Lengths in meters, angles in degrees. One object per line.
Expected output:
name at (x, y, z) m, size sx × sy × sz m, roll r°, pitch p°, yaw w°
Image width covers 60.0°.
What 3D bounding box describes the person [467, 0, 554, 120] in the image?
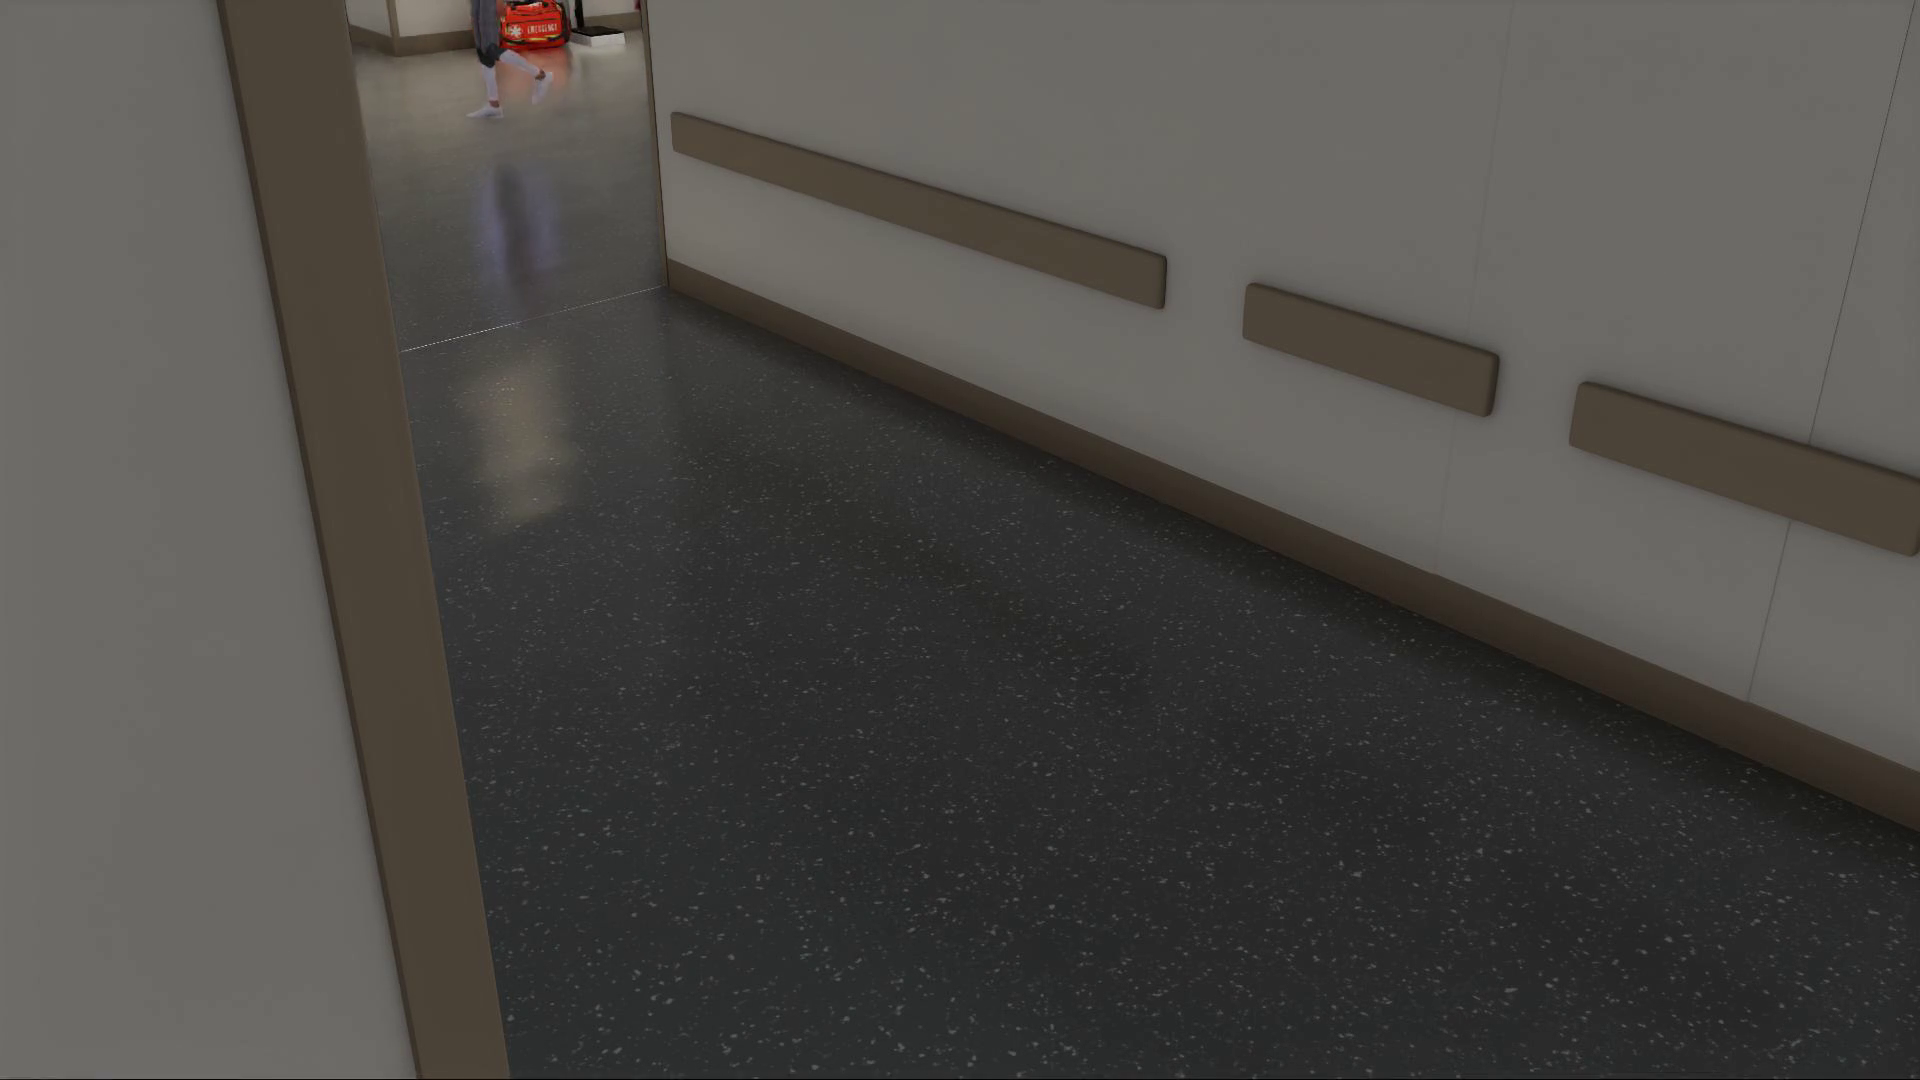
person at (-3.252, -3.825, 11.709) m, size 0.891 × 1.689 × 0.625 m, roll -16°, pitch 30°, yaw -29°
